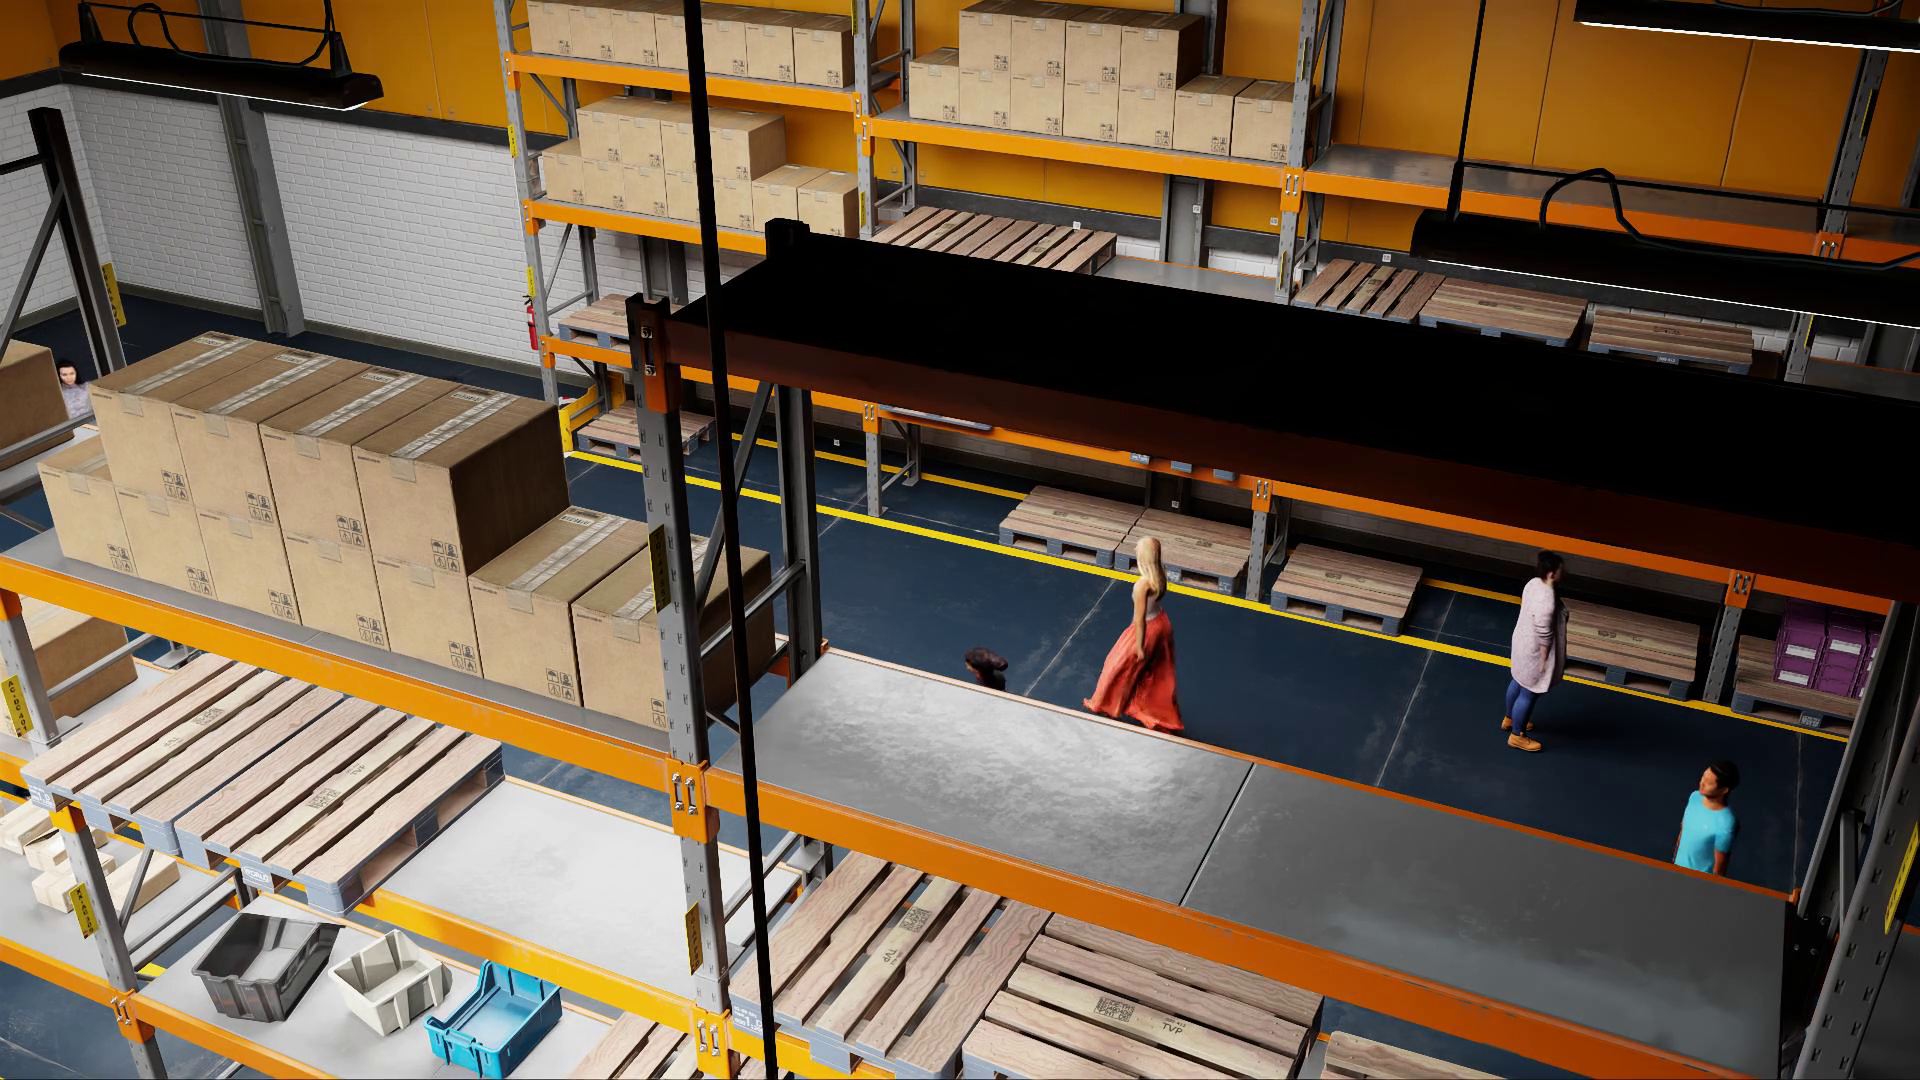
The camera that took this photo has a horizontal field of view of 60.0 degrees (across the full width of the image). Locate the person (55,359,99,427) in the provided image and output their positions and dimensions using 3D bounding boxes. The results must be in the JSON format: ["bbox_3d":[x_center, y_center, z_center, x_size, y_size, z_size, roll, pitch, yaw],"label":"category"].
[{"bbox_3d":[-8.796,-1.039,16.733,0.970,1.708,1.100,-16,33,-27],"label":"person"}]

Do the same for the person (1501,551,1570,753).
[{"bbox_3d":[4.575,0.854,13.233,0.740,1.738,0.763,3,29,6],"label":"person"}]

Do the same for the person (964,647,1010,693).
[{"bbox_3d":[0.229,1.508,12.156,0.860,1.622,0.641,16,33,27],"label":"person"}]

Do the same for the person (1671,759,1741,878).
[{"bbox_3d":[4.870,2.173,10.804,1.196,1.748,0.967,-1,29,-2],"label":"person"}]

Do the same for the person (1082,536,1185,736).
[{"bbox_3d":[1.593,0.811,13.280,1.165,1.768,0.771,20,34,32],"label":"person"}]
